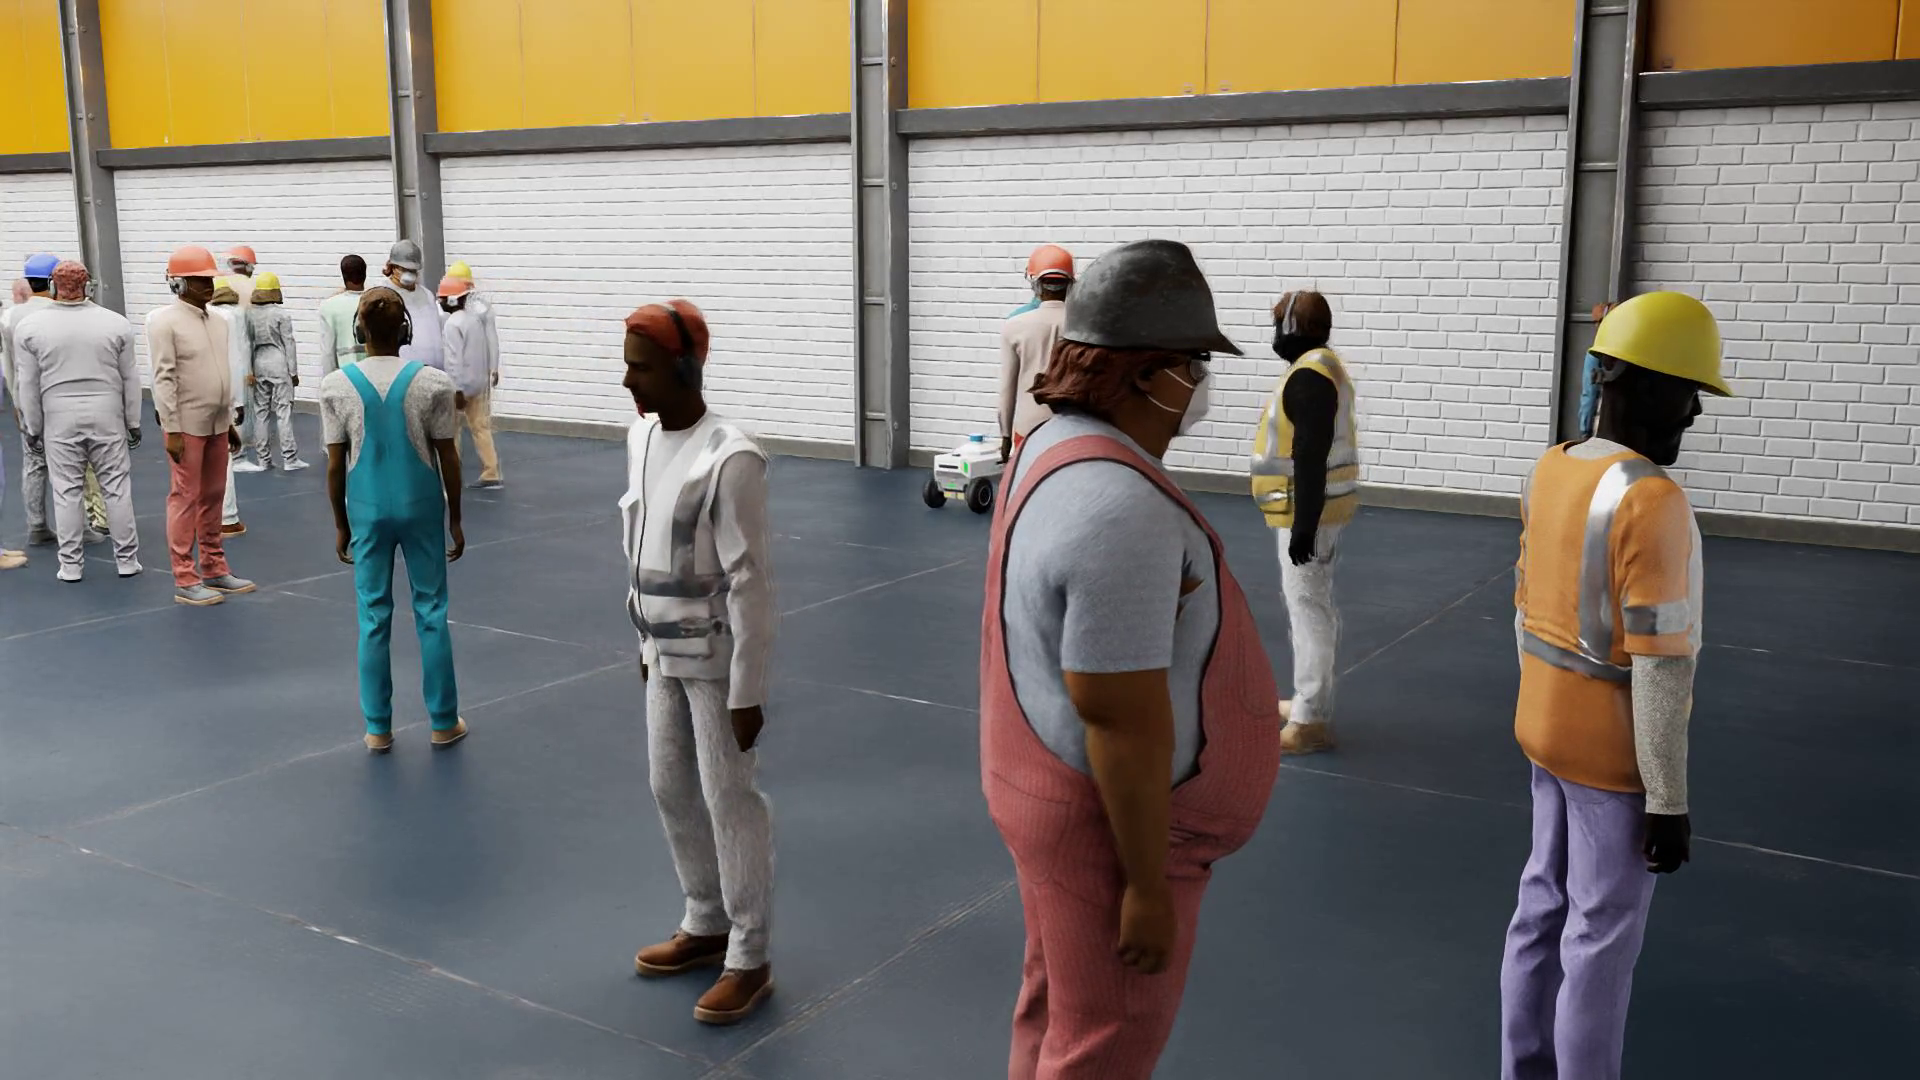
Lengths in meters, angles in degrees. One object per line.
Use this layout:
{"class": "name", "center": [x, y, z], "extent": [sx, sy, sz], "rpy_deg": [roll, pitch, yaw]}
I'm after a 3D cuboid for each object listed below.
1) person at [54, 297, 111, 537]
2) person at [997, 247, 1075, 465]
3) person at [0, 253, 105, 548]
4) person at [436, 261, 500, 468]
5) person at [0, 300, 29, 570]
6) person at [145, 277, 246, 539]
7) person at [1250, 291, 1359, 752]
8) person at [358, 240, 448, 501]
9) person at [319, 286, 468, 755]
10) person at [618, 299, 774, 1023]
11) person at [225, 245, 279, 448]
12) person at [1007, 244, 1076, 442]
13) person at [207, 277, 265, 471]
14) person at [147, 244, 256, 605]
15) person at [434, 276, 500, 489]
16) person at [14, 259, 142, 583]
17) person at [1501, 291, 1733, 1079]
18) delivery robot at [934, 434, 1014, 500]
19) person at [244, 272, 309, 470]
{"class": "person", "center": [-6.005, -0.879, 11.297], "extent": [0.342, 1.748, 0.573], "rpy_deg": [-9, 13, -40]}
{"class": "person", "center": [0.506, -0.602, 9.138], "extent": [0.613, 1.985, 0.422], "rpy_deg": [0, 10, 2]}
{"class": "person", "center": [-5.974, -0.908, 10.951], "extent": [0.606, 1.938, 0.420], "rpy_deg": [2, 10, 10]}
{"class": "person", "center": [-4.373, -1.539, 14.725], "extent": [0.594, 1.837, 0.404], "rpy_deg": [-2, 10, -9]}
{"class": "person", "center": [-5.993, -0.719, 10.194], "extent": [0.339, 1.833, 0.524], "rpy_deg": [-7, 12, -33]}
{"class": "person", "center": [-5.152, -0.936, 11.257], "extent": [0.583, 1.882, 0.350], "rpy_deg": [-3, 11, -15]}
{"class": "person", "center": [1.380, -0.075, 6.715], "extent": [0.433, 1.816, 0.724], "rpy_deg": [3, 11, 14]}
{"class": "person", "center": [-4.175, -1.270, 12.668], "extent": [0.535, 2.000, 0.673], "rpy_deg": [6, 12, 31]}
{"class": "person", "center": [-2.219, -0.069, 6.554], "extent": [0.508, 1.846, 0.345], "rpy_deg": [-2, 10, -13]}
{"class": "person", "center": [-0.701, 0.313, 4.372], "extent": [0.360, 1.876, 0.641], "rpy_deg": [-7, 12, -35]}
{"class": "person", "center": [-6.956, -1.907, 16.426], "extent": [0.621, 1.961, 0.883], "rpy_deg": [4, 11, 22]}
{"class": "person", "center": [0.499, -0.712, 9.701], "extent": [0.375, 1.995, 0.611], "rpy_deg": [8, 13, 36]}
{"class": "person", "center": [-6.419, -1.439, 14.578], "extent": [0.603, 1.700, 0.355], "rpy_deg": [7, 12, 34]}
{"class": "person", "center": [-4.257, -0.647, 9.339], "extent": [0.389, 1.996, 0.612], "rpy_deg": [2, 10, 11]}
{"class": "person", "center": [-4.136, -1.256, 13.461], "extent": [0.796, 1.719, 0.579], "rpy_deg": [1, 10, 4]}
{"class": "person", "center": [-5.205, -0.699, 9.880], "extent": [0.641, 1.908, 0.407], "rpy_deg": [-6, 12, -30]}
{"class": "person", "center": [1.381, 0.441, 3.532], "extent": [0.381, 1.917, 0.585], "rpy_deg": [-1, 10, -6]}
{"class": "delivery robot", "center": [0.123, -0.563, 12.606], "extent": [0.477, 0.478, 0.707], "rpy_deg": [7, 13, 36]}
{"class": "person", "center": [-6.060, -1.484, 14.675], "extent": [0.485, 1.745, 0.296], "rpy_deg": [2, 10, 9]}
